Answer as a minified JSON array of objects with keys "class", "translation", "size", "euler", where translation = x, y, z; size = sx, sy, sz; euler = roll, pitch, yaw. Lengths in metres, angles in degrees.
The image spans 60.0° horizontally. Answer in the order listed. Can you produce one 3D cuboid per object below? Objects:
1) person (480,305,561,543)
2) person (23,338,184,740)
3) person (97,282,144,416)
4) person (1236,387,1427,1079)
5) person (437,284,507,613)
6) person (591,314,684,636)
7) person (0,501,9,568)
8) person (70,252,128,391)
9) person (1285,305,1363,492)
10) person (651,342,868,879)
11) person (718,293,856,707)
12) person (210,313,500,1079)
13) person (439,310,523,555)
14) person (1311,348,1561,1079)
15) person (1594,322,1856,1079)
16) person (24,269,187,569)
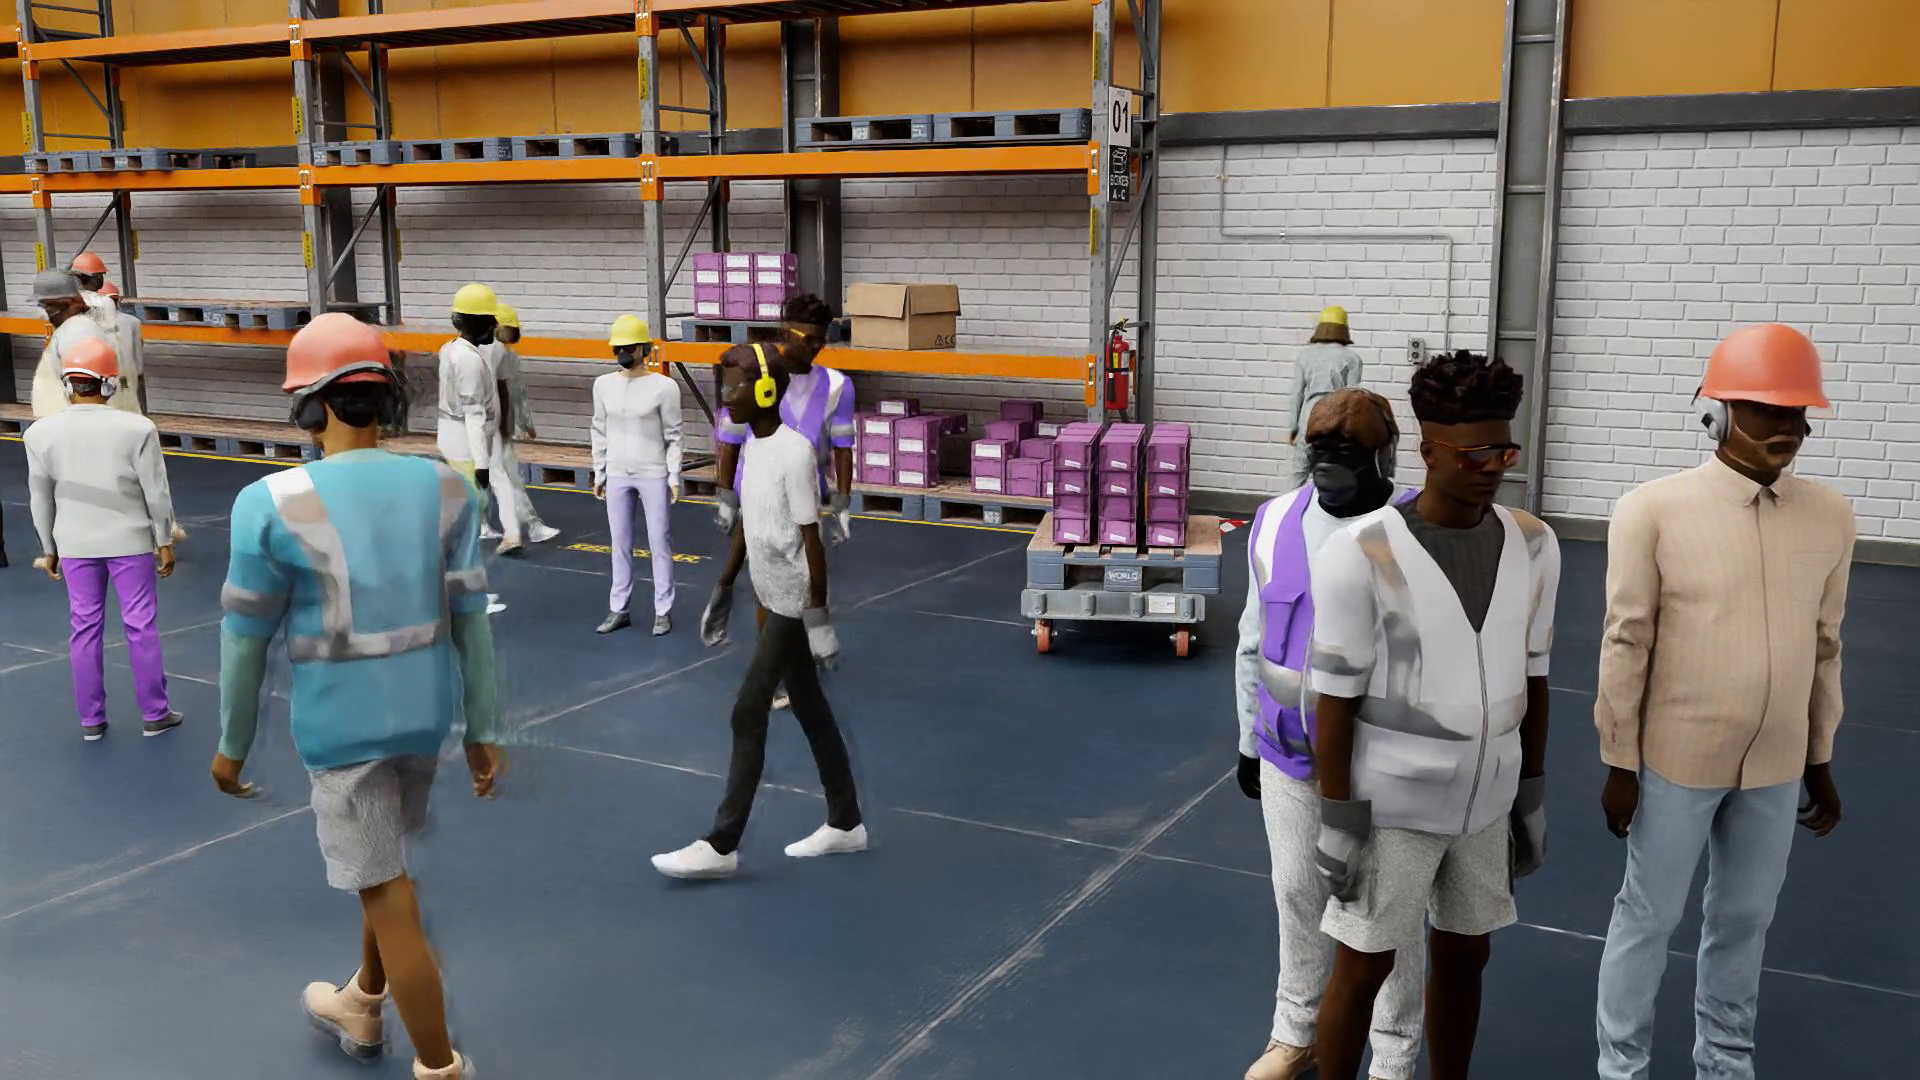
[{"class":"person","translation":[-3.212,-0.822,11.908],"size":[0.860,1.694,0.499],"euler":[3,11,15]},{"class":"person","translation":[-3.721,-0.001,7.261],"size":[0.563,1.753,0.327],"euler":[-2,11,-11]},{"class":"person","translation":[-8.233,-1.632,16.206],"size":[0.342,1.749,0.573],"euler":[5,12,27]},{"class":"person","translation":[0.945,0.537,4.113],"size":[0.628,1.835,0.430],"euler":[9,14,41]},{"class":"person","translation":[-2.834,-0.529,9.727],"size":[0.414,1.919,0.589],"euler":[-4,11,-23]},{"class":"person","translation":[-1.775,-0.349,9.135],"size":[0.525,1.769,0.327],"euler":[2,11,13]},{"class":"person","translation":[-6.520,-0.734,10.786],"size":[0.377,1.932,0.552],"euler":[2,10,9]},{"class":"person","translation":[-7.716,-1.540,14.899],"size":[0.607,2.048,0.369],"euler":[4,11,19]},{"class":"person","translation":[2.557,-0.792,11.720],"size":[0.565,1.717,0.446],"euler":[7,13,34]},{"class":"person","translation":[-0.714,0.245,5.714],"size":[0.893,1.827,0.520],"euler":[-3,11,-17]},{"class":"person","translation":[-0.797,-0.192,7.845],"size":[0.635,1.919,0.805],"euler":[-5,11,-23]},{"class":"person","translation":[-1.542,0.449,4.143],"size":[0.972,1.997,0.611],"euler":[8,13,36]},{"class":"person","translation":[-3.323,-0.794,11.505],"size":[0.529,1.803,0.973],"euler":[-10,14,-42]},{"class":"person","translation":[1.036,0.558,3.655],"size":[0.605,1.957,0.382],"euler":[-3,11,-18]},{"class":"person","translation":[1.770,0.498,3.868],"size":[0.608,1.996,0.375],"euler":[-2,10,-10]},{"class":"person","translation":[-5.692,-0.831,11.026],"size":[0.872,2.000,0.692],"euler":[-6,12,-30]}]
